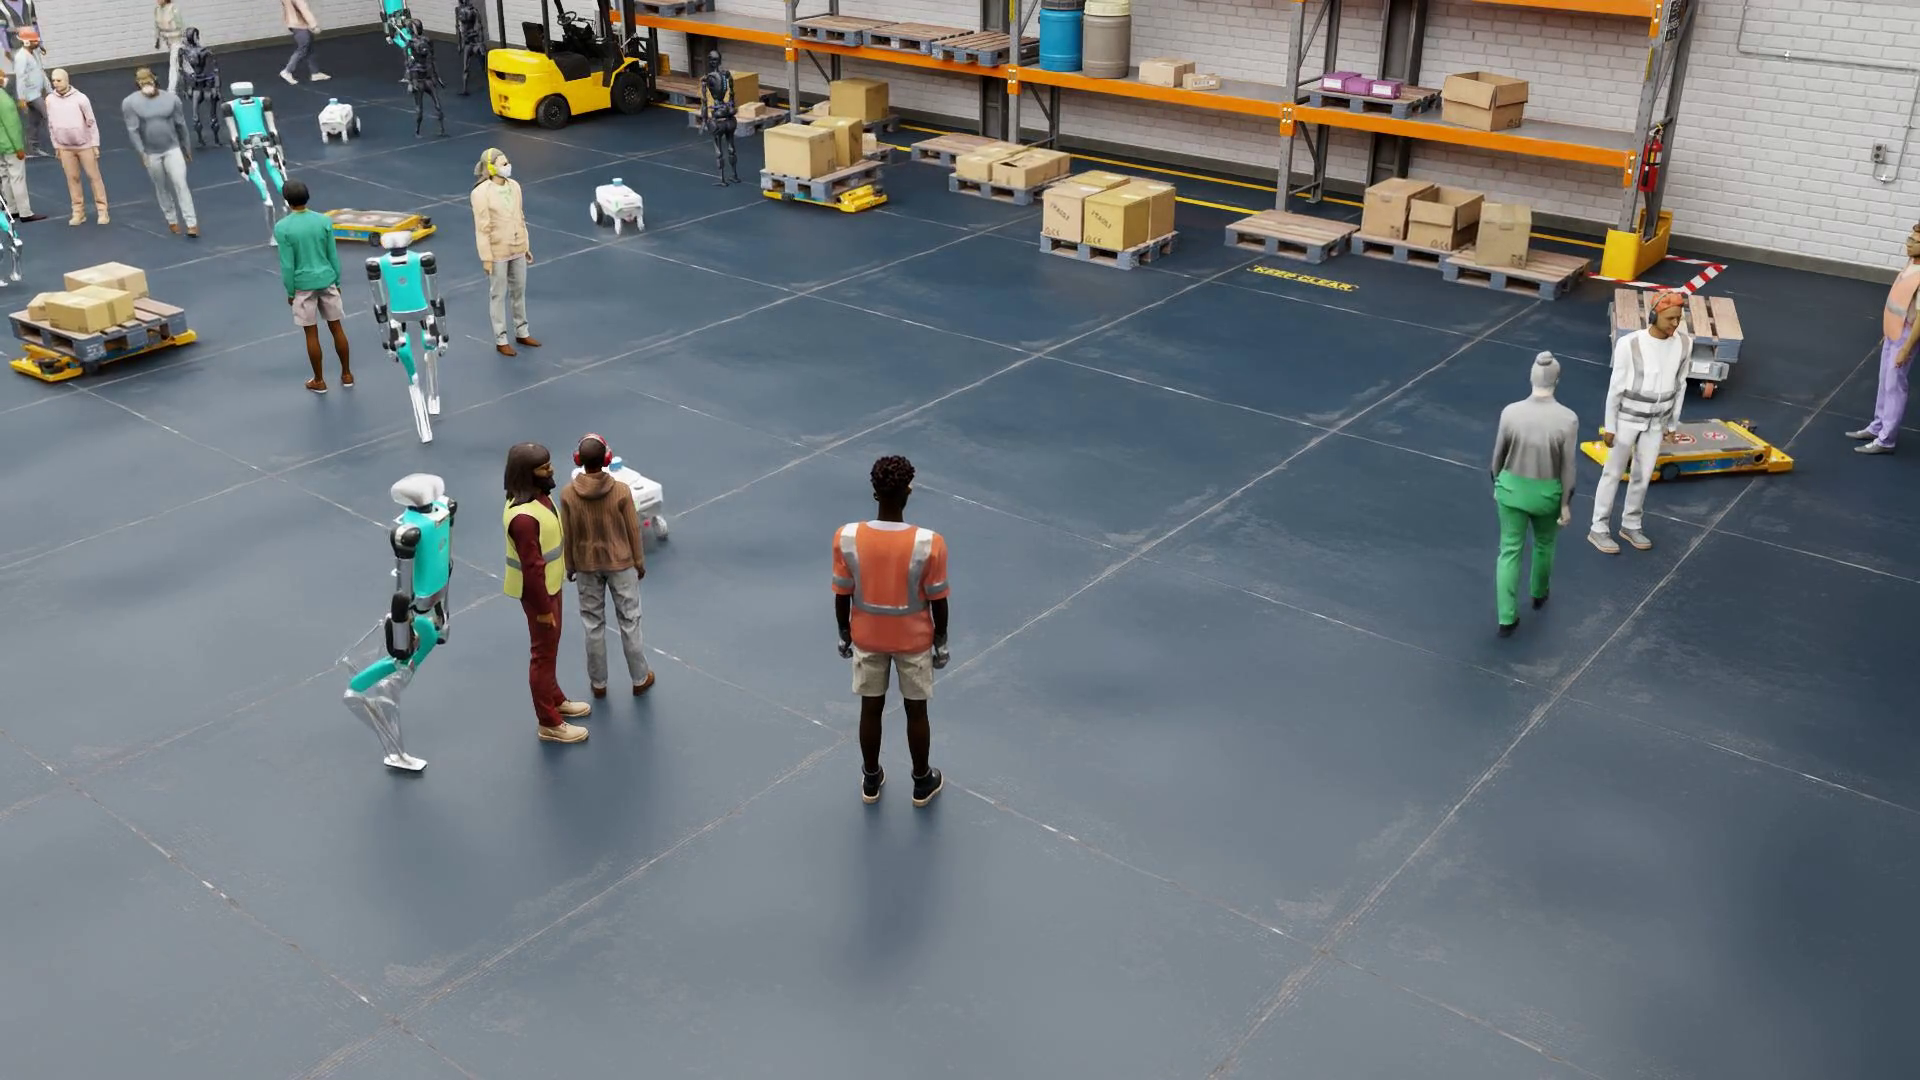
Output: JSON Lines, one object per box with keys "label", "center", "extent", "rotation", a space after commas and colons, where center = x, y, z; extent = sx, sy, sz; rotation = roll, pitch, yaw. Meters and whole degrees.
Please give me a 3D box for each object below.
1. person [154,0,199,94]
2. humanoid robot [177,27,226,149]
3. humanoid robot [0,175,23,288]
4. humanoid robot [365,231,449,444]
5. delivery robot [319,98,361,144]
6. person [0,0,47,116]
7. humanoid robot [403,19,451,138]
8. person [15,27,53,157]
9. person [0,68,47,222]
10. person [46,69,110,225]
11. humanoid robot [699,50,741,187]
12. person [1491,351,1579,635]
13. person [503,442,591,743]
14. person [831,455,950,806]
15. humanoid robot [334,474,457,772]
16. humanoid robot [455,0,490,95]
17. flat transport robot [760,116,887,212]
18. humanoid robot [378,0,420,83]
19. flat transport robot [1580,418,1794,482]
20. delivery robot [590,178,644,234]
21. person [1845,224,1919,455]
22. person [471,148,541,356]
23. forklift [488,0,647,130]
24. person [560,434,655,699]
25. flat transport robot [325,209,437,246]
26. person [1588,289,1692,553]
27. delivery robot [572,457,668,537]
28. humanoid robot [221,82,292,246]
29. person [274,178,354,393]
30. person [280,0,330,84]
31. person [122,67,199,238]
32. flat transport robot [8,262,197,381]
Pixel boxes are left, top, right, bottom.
{"label": "person", "center": [-12.528, -7.948, 26.497], "extent": [0.533, 1.594, 0.863], "rotation": [12, 28, 23]}
{"label": "humanoid robot", "center": [-10.379, -6.189, 22.779], "extent": [0.587, 1.643, 0.449], "rotation": [-1, 26, -2]}
{"label": "humanoid robot", "center": [-9.822, -3.386, 16.779], "extent": [0.769, 1.681, 0.534], "rotation": [20, 32, 35]}
{"label": "humanoid robot", "center": [-4.408, -1.691, 13.437], "extent": [0.549, 1.765, 1.034], "rotation": [-7, 27, -14]}
{"label": "delivery robot", "center": [-8.826, -5.949, 23.556], "extent": [0.499, 0.589, 0.782], "rotation": [-4, 26, -8]}
{"label": "person", "center": [-13.983, -7.396, 24.850], "extent": [0.392, 2.041, 0.610], "rotation": [17, 31, 31]}
{"label": "humanoid robot", "center": [-7.556, -6.486, 23.405], "extent": [0.561, 1.641, 0.608], "rotation": [15, 30, 29]}
{"label": "person", "center": [-12.332, -5.992, 22.311], "extent": [0.792, 1.713, 0.617], "rotation": [-6, 26, -12]}
{"label": "person", "center": [-11.077, -4.600, 19.366], "extent": [0.540, 1.779, 0.385], "rotation": [17, 30, 31]}
{"label": "person", "center": [-10.214, -4.550, 19.251], "extent": [0.524, 1.783, 0.407], "rotation": [-3, 26, -5]}
{"label": "humanoid robot", "center": [-3.029, -5.313, 20.941], "extent": [0.315, 1.655, 0.599], "rotation": [19, 32, 34]}
{"label": "person", "center": [3.625, -0.350, 10.511], "extent": [0.526, 1.814, 0.858], "rotation": [12, 28, 23]}
{"label": "person", "center": [-2.329, 0.288, 9.251], "extent": [0.378, 1.768, 0.470], "rotation": [-3, 26, -6]}
{"label": "person", "center": [-0.347, 0.487, 8.613], "extent": [0.608, 1.964, 0.366], "rotation": [5, 26, 9]}
{"label": "humanoid robot", "center": [-3.056, 0.512, 8.944], "extent": [0.813, 1.867, 0.557], "rotation": [5, 26, 10]}
{"label": "humanoid robot", "center": [-7.713, -7.880, 26.340], "extent": [0.589, 1.630, 0.790], "rotation": [13, 28, 24]}
{"label": "flat transport robot", "center": [-1.668, -4.271, 20.417], "extent": [1.431, 0.231, 0.659], "rotation": [16, 30, 30]}
{"label": "humanoid robot", "center": [-8.909, -8.194, 26.698], "extent": [0.735, 1.676, 0.533], "rotation": [19, 32, 34]}
{"label": "flat transport robot", "center": [5.691, -0.703, 13.026], "extent": [1.431, 0.231, 0.659], "rotation": [-4, 26, -9]}
{"label": "delivery robot", "center": [-3.962, -3.893, 19.323], "extent": [0.499, 0.612, 0.813], "rotation": [-14, 29, -27]}
{"label": "person", "center": [7.368, -1.566, 12.996], "extent": [0.383, 1.849, 0.569], "rotation": [7, 27, 14]}
{"label": "person", "center": [-4.171, -2.640, 15.192], "extent": [0.403, 1.876, 0.565], "rotation": [16, 30, 30]}
{"label": "forklift", "center": [-5.874, -7.334, 24.552], "extent": [1.214, 2.155, 2.313], "rotation": [19, 32, 34]}
{"label": "person", "center": [-2.060, 0.165, 9.635], "extent": [0.460, 1.651, 0.327], "rotation": [-1, 26, -3]}
{"label": "flat transport robot", "center": [-6.784, -3.563, 18.949], "extent": [1.431, 0.231, 0.659], "rotation": [6, 26, 13]}
{"label": "person", "center": [4.673, -0.807, 11.401], "extent": [0.566, 1.878, 0.353], "rotation": [-5, 26, -9]}
{"label": "delivery robot", "center": [-2.448, -0.306, 11.868], "extent": [0.785, 0.589, 0.499], "rotation": [22, 33, 38]}
{"label": "humanoid robot", "center": [-7.716, -4.128, 18.435], "extent": [0.562, 1.763, 0.850], "rotation": [-15, 30, -29]}
{"label": "person", "center": [-5.532, -2.171, 14.249], "extent": [0.492, 1.852, 0.397], "rotation": [-18, 31, -33]}
{"label": "person", "center": [-10.824, -8.390, 27.151], "extent": [0.794, 1.830, 0.805], "rotation": [-18, 31, -32]}
{"label": "person", "center": [-8.918, -4.302, 18.616], "extent": [0.627, 1.899, 0.951], "rotation": [-13, 28, -24]}
{"label": "flat transport robot", "center": [-7.856, -1.785, 15.267], "extent": [0.659, 0.231, 1.431], "rotation": [16, 30, 30]}
